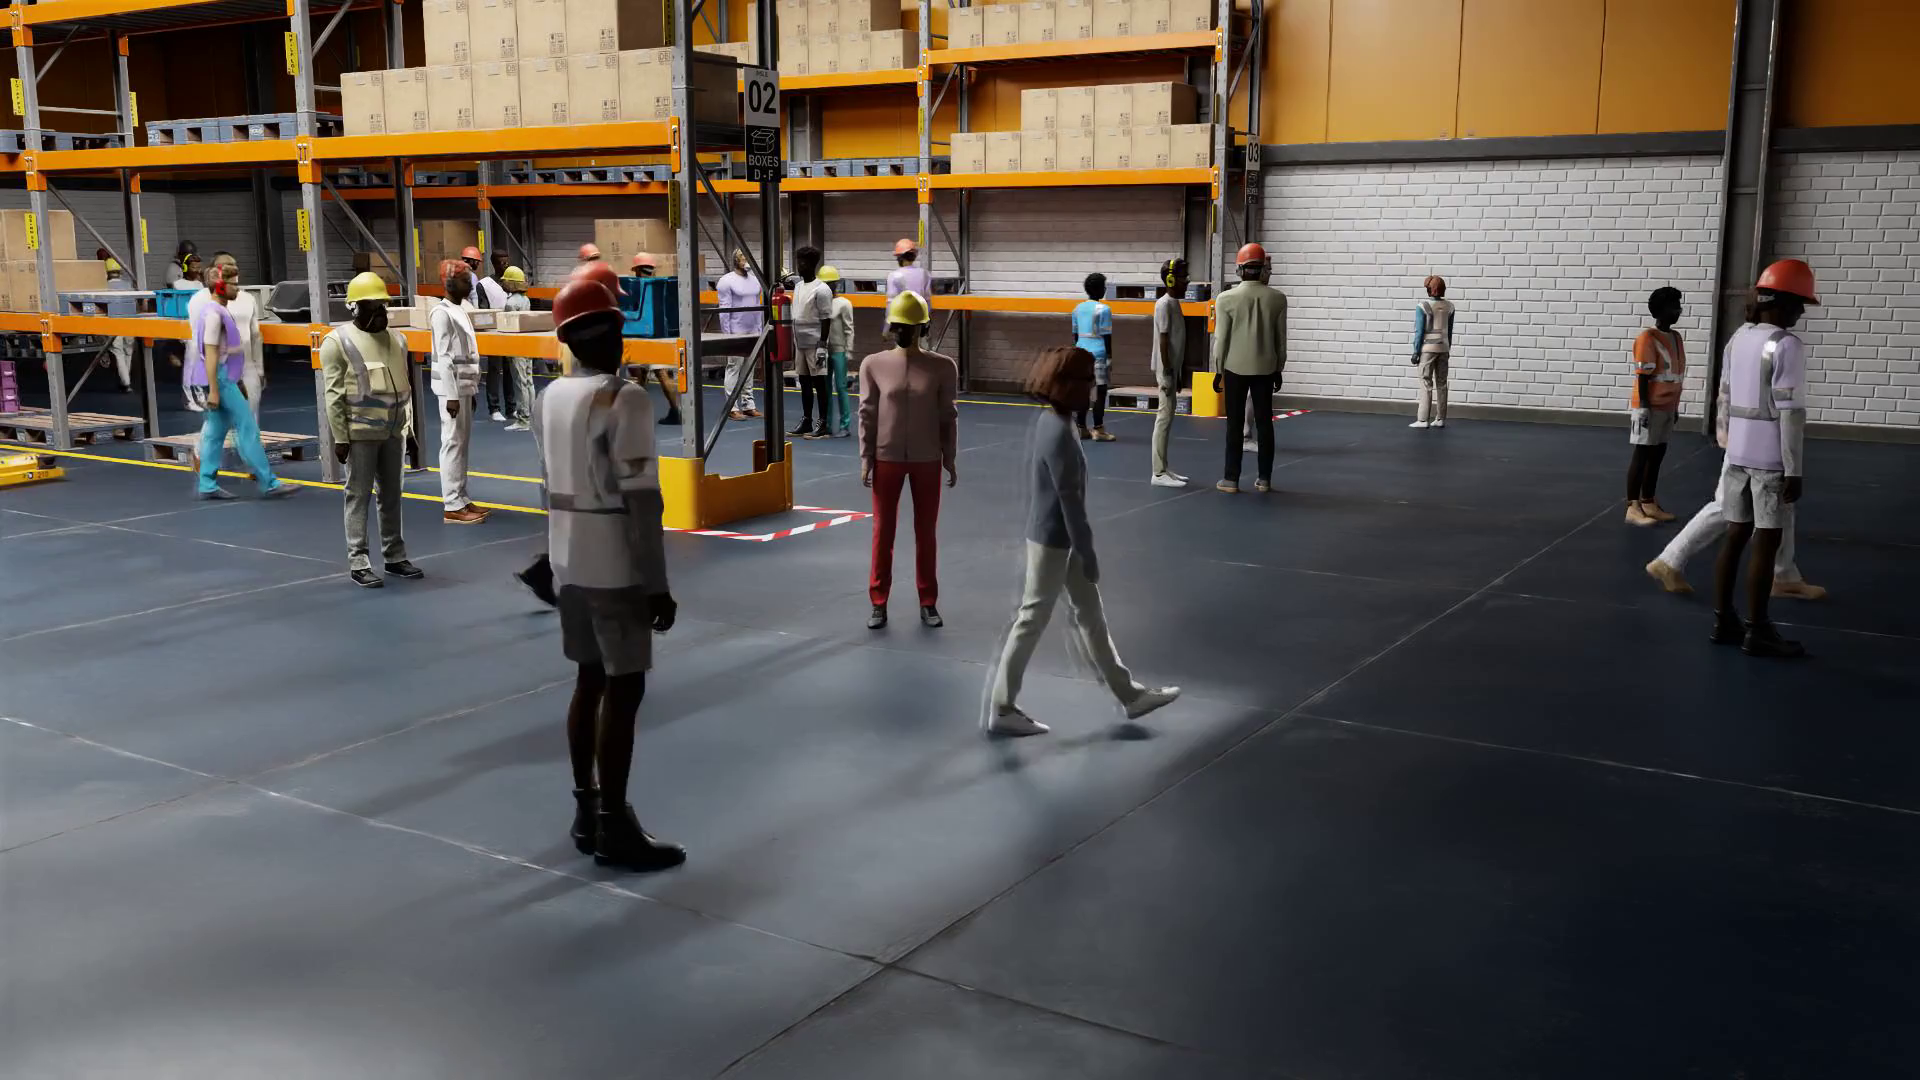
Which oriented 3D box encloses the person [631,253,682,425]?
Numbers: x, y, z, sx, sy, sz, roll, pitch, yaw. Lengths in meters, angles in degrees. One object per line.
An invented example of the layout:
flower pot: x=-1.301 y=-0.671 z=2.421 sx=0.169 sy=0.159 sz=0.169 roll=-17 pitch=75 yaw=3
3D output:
person: x=-3.477 y=-2.204 z=18.284 sx=0.994 sy=1.871 sz=0.538 roll=3 pitch=11 yaw=18

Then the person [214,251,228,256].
person: x=-11.924 y=-3.753 z=26.987 sx=0.429 sy=1.842 sz=0.639 roll=-2 pitch=10 yaw=-12

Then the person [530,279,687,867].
person: x=-1.134 y=0.108 z=5.446 sx=0.673 sy=1.898 sz=0.358 roll=10 pitch=14 yaw=43

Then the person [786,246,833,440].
person: x=-1.539 y=-2.011 z=16.980 sx=0.367 sy=1.967 sz=0.607 roll=-8 pitch=13 yaw=-38

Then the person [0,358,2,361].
person: x=-15.644 y=-3.591 z=26.748 sx=0.498 sy=1.597 sz=0.819 roll=1 pitch=10 yaw=6

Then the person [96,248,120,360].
person: x=-14.246 y=-3.927 z=27.829 sx=0.576 sy=1.882 sz=0.355 roll=1 pitch=10 yaw=8

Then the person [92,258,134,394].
person: x=-11.179 y=-2.834 z=22.070 sx=0.611 sy=1.785 sz=0.941 roll=-9 pitch=14 yaw=-42

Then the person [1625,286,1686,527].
person: x=4.959 y=-0.947 z=11.829 sx=0.540 sy=1.696 sz=0.315 roll=-9 pitch=14 yaw=-42

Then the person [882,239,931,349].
person: x=-0.650 y=-2.634 z=20.247 sx=0.625 sy=2.043 sz=0.420 roll=-8 pitch=13 yaw=-37

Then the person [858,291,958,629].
person: x=-0.267 y=-0.411 z=8.679 sx=0.525 sy=1.765 sz=0.329 roll=-1 pitch=10 yaw=-4

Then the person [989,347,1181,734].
person: x=0.507 y=0.019 z=6.769 sx=0.848 sy=1.590 sz=0.515 roll=1 pitch=10 yaw=4

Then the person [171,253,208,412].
person: x=-9.079 y=-2.454 z=19.724 sx=0.329 sy=1.865 sz=0.509 roll=2 pitch=10 yaw=11

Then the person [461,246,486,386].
person: x=-6.761 y=-3.094 z=23.078 sx=0.364 sy=1.933 sz=0.543 roll=-8 pitch=13 yaw=-39

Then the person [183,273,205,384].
person: x=-10.735 y=-3.003 z=23.443 sx=0.308 sy=1.624 sz=0.494 roll=5 pitch=11 yaw=25

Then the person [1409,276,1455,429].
person: x=5.089 y=-2.015 z=17.907 sx=0.514 sy=1.641 sz=0.309 roll=-5 pitch=11 yaw=-26

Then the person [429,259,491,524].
person: x=-3.604 y=-1.063 z=11.950 sx=0.355 sy=1.887 sz=0.573 roll=-1 pitch=10 yaw=-5

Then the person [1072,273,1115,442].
person: x=1.337 y=-1.843 z=16.778 sx=0.325 sy=1.697 sz=0.589 roll=-8 pitch=13 yaw=-39

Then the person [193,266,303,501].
person: x=-5.568 y=-1.200 z=12.910 sx=0.826 sy=1.813 sz=0.595 roll=-4 pitch=11 yaw=-23

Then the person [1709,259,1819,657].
person: x=3.950 y=-0.396 z=8.138 sx=0.368 sy=1.929 sz=0.542 roll=-2 pitch=10 yaw=-9

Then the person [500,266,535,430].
person: x=-4.730 y=-2.040 z=17.753 sx=0.287 sy=1.746 sz=0.487 roll=1 pitch=10 yaw=4

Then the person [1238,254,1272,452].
person: x=2.823 y=-1.790 z=15.962 sx=0.399 sy=1.897 sz=0.647 roll=0 pitch=10 yaw=0

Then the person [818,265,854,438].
person: x=-1.333 y=-1.929 z=17.081 sx=0.532 sy=1.767 sz=0.324 roll=7 pitch=13 yaw=35

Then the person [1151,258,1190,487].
person: x=1.750 y=-1.381 z=13.754 sx=0.327 sy=1.874 sz=0.520 roll=2 pitch=11 yaw=13

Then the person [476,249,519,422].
person: x=-5.137 y=-2.290 z=18.657 sx=0.389 sy=1.919 sz=0.592 roll=7 pitch=12 yaw=33

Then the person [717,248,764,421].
person: x=-2.448 y=-2.316 z=18.746 sx=0.370 sy=1.940 sz=0.630 roll=8 pitch=13 yaw=36

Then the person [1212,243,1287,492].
person: x=2.322 y=-1.375 z=13.375 sx=0.611 sy=1.995 sz=0.380 roll=-2 pitch=10 yaw=-10

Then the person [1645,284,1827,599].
person: x=4.410 y=-0.553 z=9.365 sx=0.927 sy=1.805 sz=0.623 roll=4 pitch=11 yaw=22

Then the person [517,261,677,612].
person: x=-1.972 y=-0.533 z=8.930 sx=0.787 sy=1.916 sz=0.559 roll=-4 pitch=11 yaw=-20

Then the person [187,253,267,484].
person: x=-6.041 y=-1.403 z=13.748 sx=0.729 sy=1.925 sz=0.649 roll=5 pitch=12 yaw=28

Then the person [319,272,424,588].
person: x=-3.440 y=-0.649 z=9.791 sx=0.404 sy=1.837 sz=0.590 roll=6 pitch=12 yaw=30

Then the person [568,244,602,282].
person: x=-4.376 y=-2.568 z=20.052 sx=0.717 sy=1.973 sz=0.527 roll=-1 pitch=10 yaw=-5

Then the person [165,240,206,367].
person: x=-11.974 y=-3.654 z=25.876 sx=0.604 sy=2.000 sz=0.698 roll=4 pitch=11 yaw=19

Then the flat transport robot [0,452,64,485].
flat transport robot: x=-8.346 y=-0.619 z=13.968 sx=1.431 sy=0.197 sz=0.652 roll=4 pitch=11 yaw=20
